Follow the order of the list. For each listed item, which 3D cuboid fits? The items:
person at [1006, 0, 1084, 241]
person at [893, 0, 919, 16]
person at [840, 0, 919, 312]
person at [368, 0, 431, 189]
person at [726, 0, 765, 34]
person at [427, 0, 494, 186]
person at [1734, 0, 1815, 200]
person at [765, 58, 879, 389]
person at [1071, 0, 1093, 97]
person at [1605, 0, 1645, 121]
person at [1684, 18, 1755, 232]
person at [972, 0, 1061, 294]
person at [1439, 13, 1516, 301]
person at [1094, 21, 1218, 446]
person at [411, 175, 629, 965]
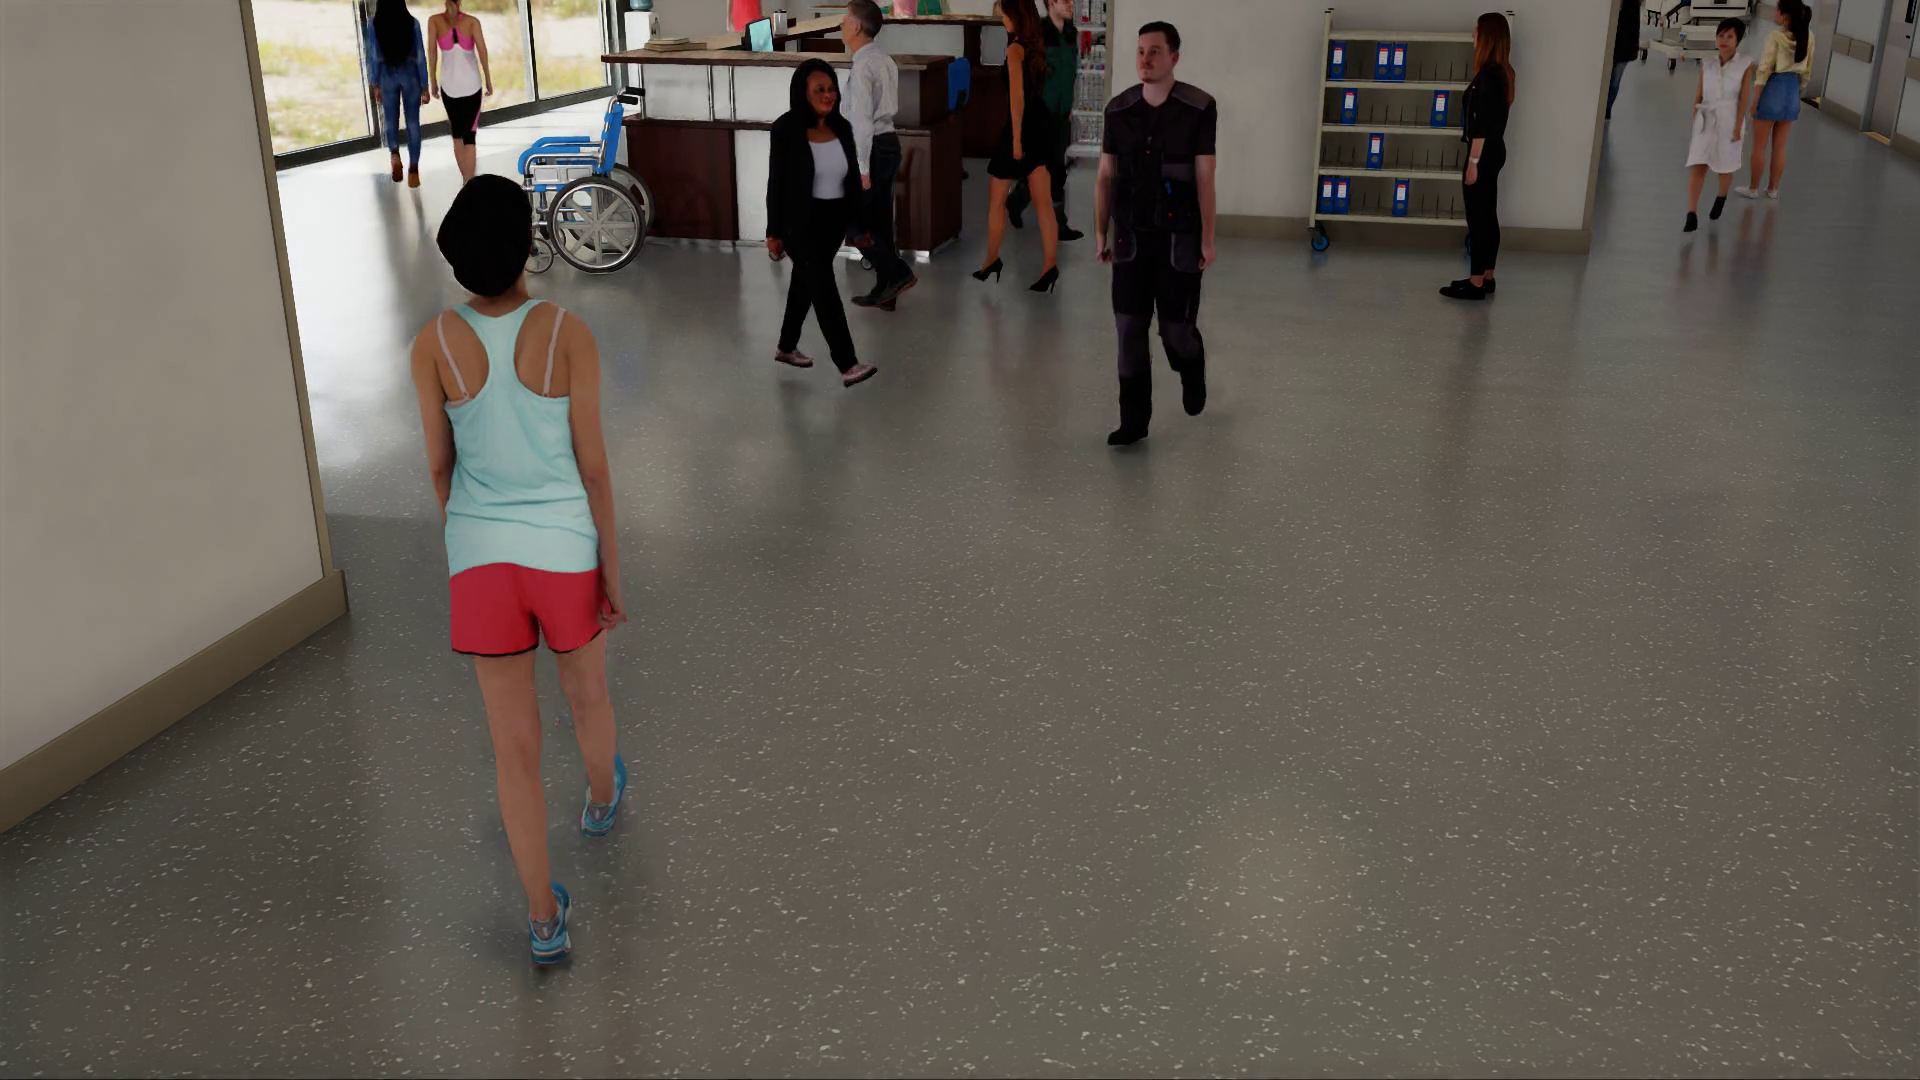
[{"bbox_3d":[0.572,-3.086,12.028,1.054,1.806,1.233,-17,27,-38],"label":"person"},{"bbox_3d":[-0.643,-5.763,19.100,0.724,1.802,0.684,-9,23,-23],"label":"person"},{"bbox_3d":[-0.438,-2.230,9.770,0.736,1.804,0.683,8,22,19],"label":"person"},{"bbox_3d":[-4.795,-3.869,14.240,0.771,1.703,0.819,-4,21,-9],"label":"person"},{"bbox_3d":[-2.696,-6.535,21.133,0.818,1.806,0.797,0,21,0],"label":"person"},{"bbox_3d":[-4.073,-3.635,13.540,0.949,1.762,0.875,-2,21,-4],"label":"person"},{"bbox_3d":[6.789,-3.669,13.818,0.659,1.629,0.794,-1,21,-3],"label":"person"},{"bbox_3d":[-0.784,-1.565,8.346,1.199,1.568,1.007,19,28,41],"label":"person"},{"bbox_3d":[1.444,-6.073,20.696,0.841,1.252,0.560,6,22,16],"label":"person"},{"bbox_3d":[7.429,-5.559,18.847,0.932,1.601,0.730,7,22,17],"label":"person"},{"bbox_3d":[5.666,-3.065,12.380,1.010,1.517,0.812,13,24,31],"label":"person"},{"bbox_3d":[0.502,-2.408,10.250,0.972,1.798,0.768,12,24,30],"label":"person"},{"bbox_3d":[3.244,-2.353,10.229,0.614,1.709,0.651,12,24,29],"label":"person"},{"bbox_3d":[0.907,-1.343,7.387,0.903,1.833,0.908,11,23,26],"label":"person"},{"bbox_3d":[-0.958,0.106,3.690,1.021,1.742,0.887,-2,21,-5],"label":"person"}]
